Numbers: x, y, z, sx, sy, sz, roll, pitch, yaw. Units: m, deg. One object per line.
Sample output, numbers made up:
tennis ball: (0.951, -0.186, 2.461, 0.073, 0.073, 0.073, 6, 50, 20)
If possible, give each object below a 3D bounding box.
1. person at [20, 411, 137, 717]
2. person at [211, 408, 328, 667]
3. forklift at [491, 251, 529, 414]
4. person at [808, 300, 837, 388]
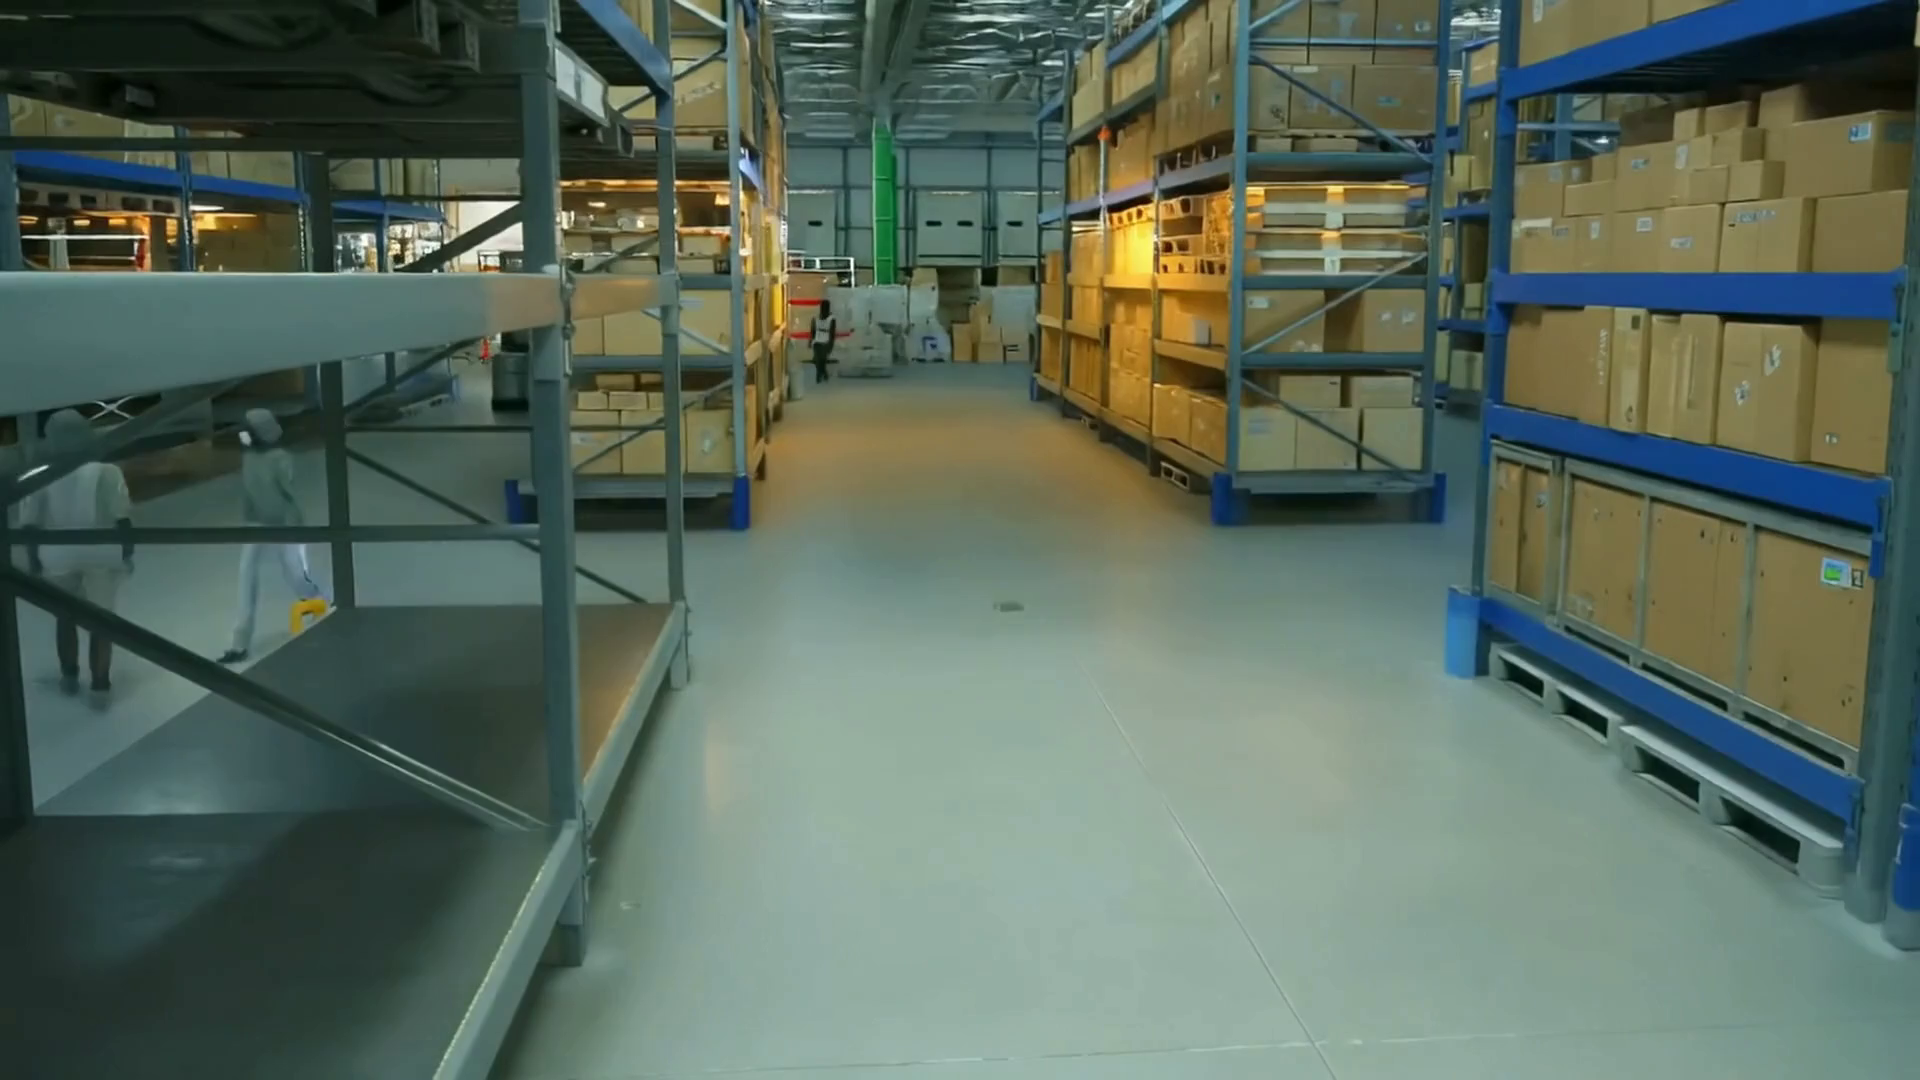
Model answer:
person: (-4.881, 0.108, 9.258, 0.549, 1.655, 0.865, -4, 10, -22)
person: (-4.307, -0.042, 10.439, 0.510, 1.589, 0.852, 6, 11, 32)
forklift: (-7.513, -3.646, 29.026, 1.129, 2.768, 1.873, -1, 9, -4)
person: (-2.954, -4.198, 35.643, 0.650, 1.880, 0.556, 4, 10, 24)
